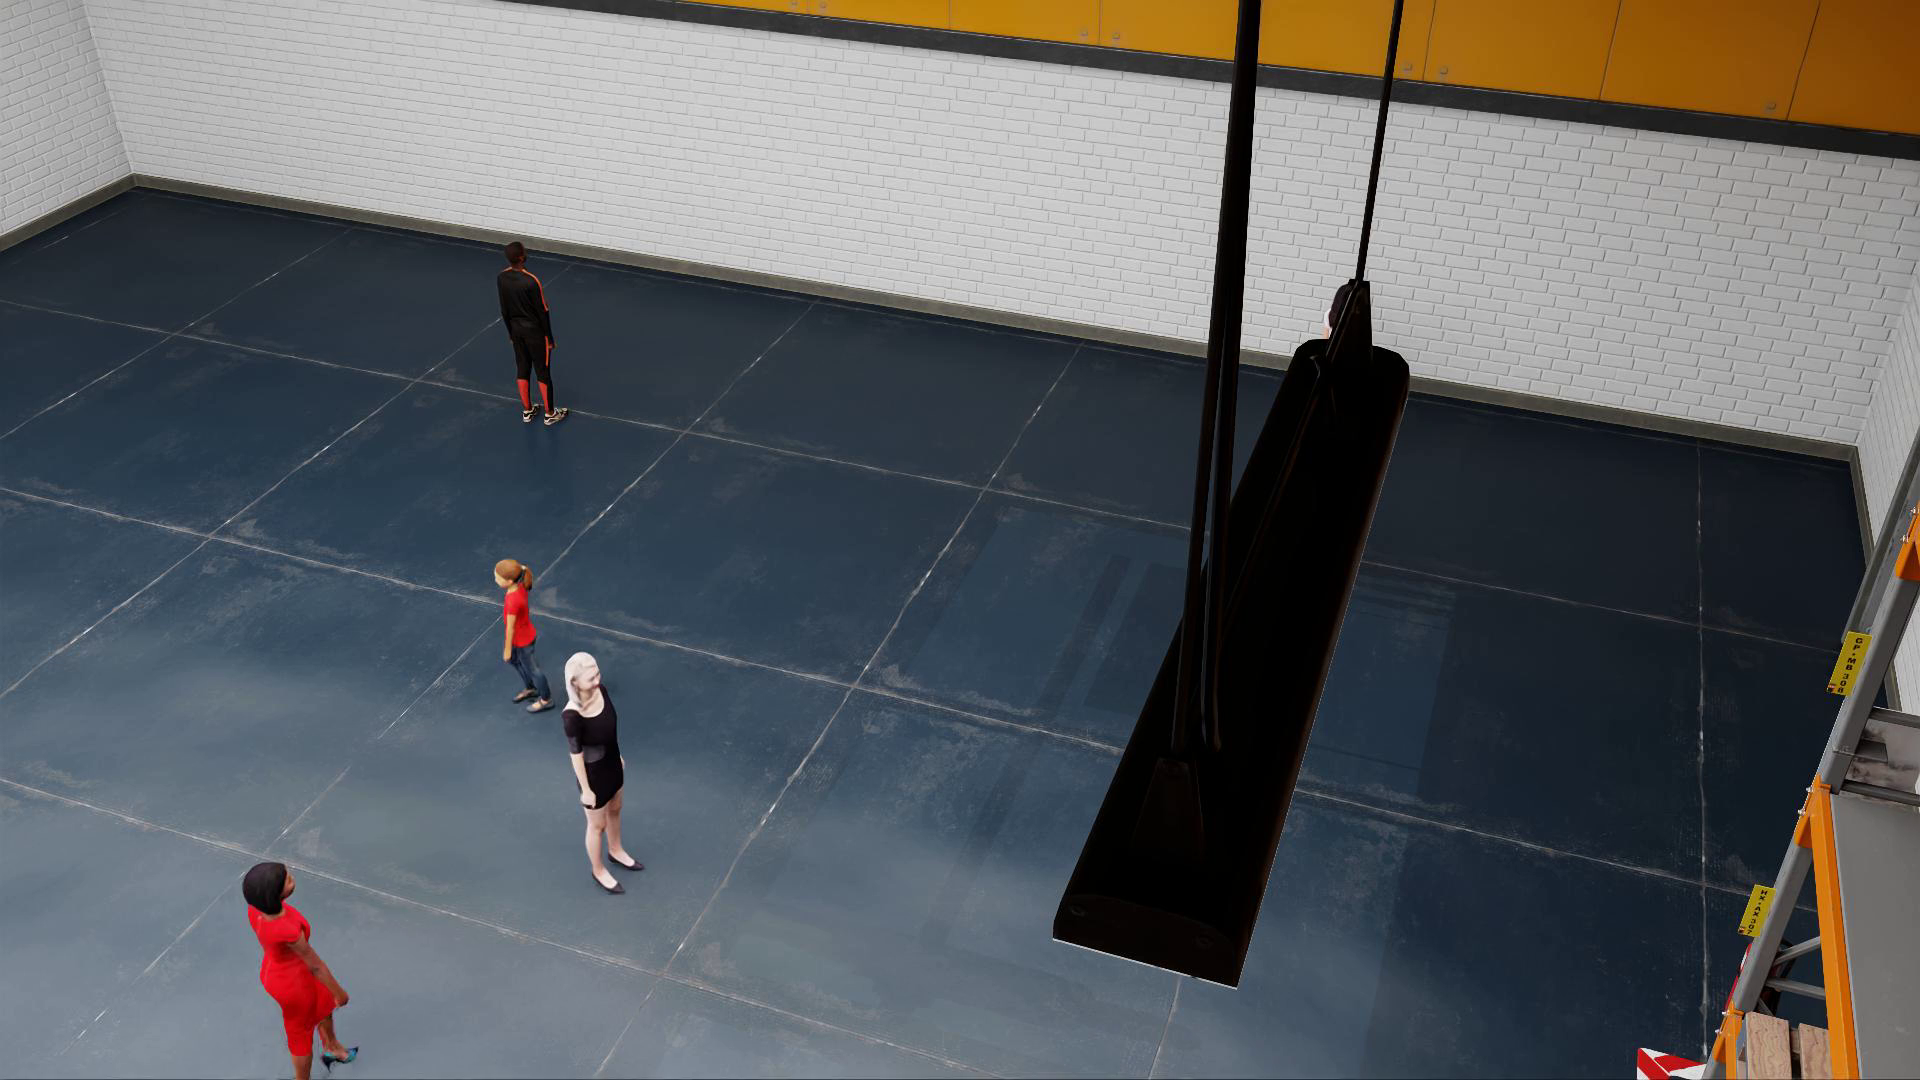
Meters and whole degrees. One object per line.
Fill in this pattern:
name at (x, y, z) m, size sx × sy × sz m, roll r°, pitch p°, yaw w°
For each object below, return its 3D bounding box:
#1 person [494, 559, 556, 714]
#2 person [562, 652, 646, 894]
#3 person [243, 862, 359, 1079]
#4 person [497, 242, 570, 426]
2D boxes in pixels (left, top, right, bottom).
person at (-3.078, 0.689, 11.966) m, size 0.648 × 1.299 × 0.579 m, roll -8°, pitch 34°, yaw -12°
person at (-2.265, 1.438, 10.359) m, size 0.629 × 1.831 × 0.415 m, roll 11°, pitch 35°, yaw 16°
person at (-3.659, 2.443, 8.938) m, size 0.745 × 1.731 × 0.806 m, roll 27°, pitch 42°, yaw 35°
person at (-4.007, -1.924, 15.438) m, size 0.614 × 1.808 × 0.520 m, roll 10°, pitch 35°, yaw 15°
